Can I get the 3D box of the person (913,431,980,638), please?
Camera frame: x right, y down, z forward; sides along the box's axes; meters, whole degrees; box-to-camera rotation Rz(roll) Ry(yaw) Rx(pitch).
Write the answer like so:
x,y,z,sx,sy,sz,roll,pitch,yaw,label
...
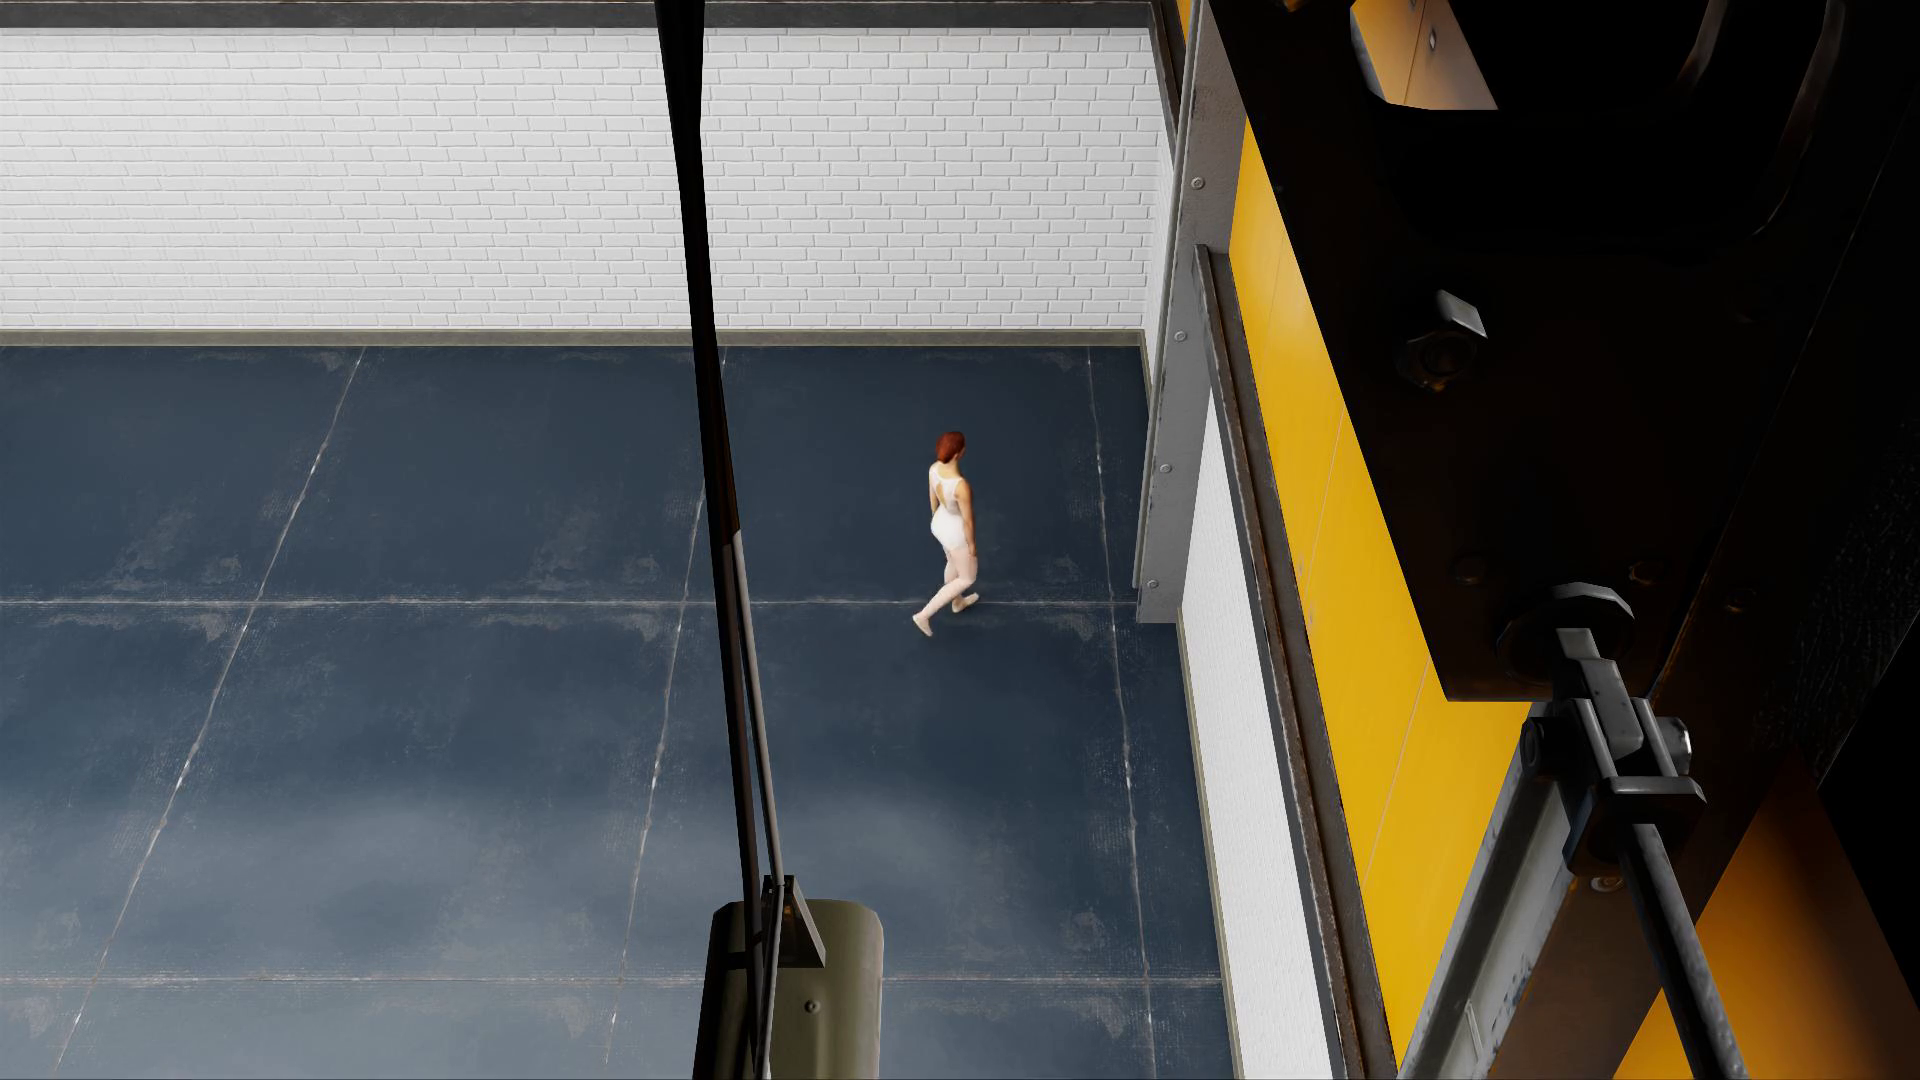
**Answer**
x,y,z,sx,sy,sz,roll,pitch,yaw,label
-0.098,-0.012,10.944,0.897,1.630,0.884,-27,50,-25,person
